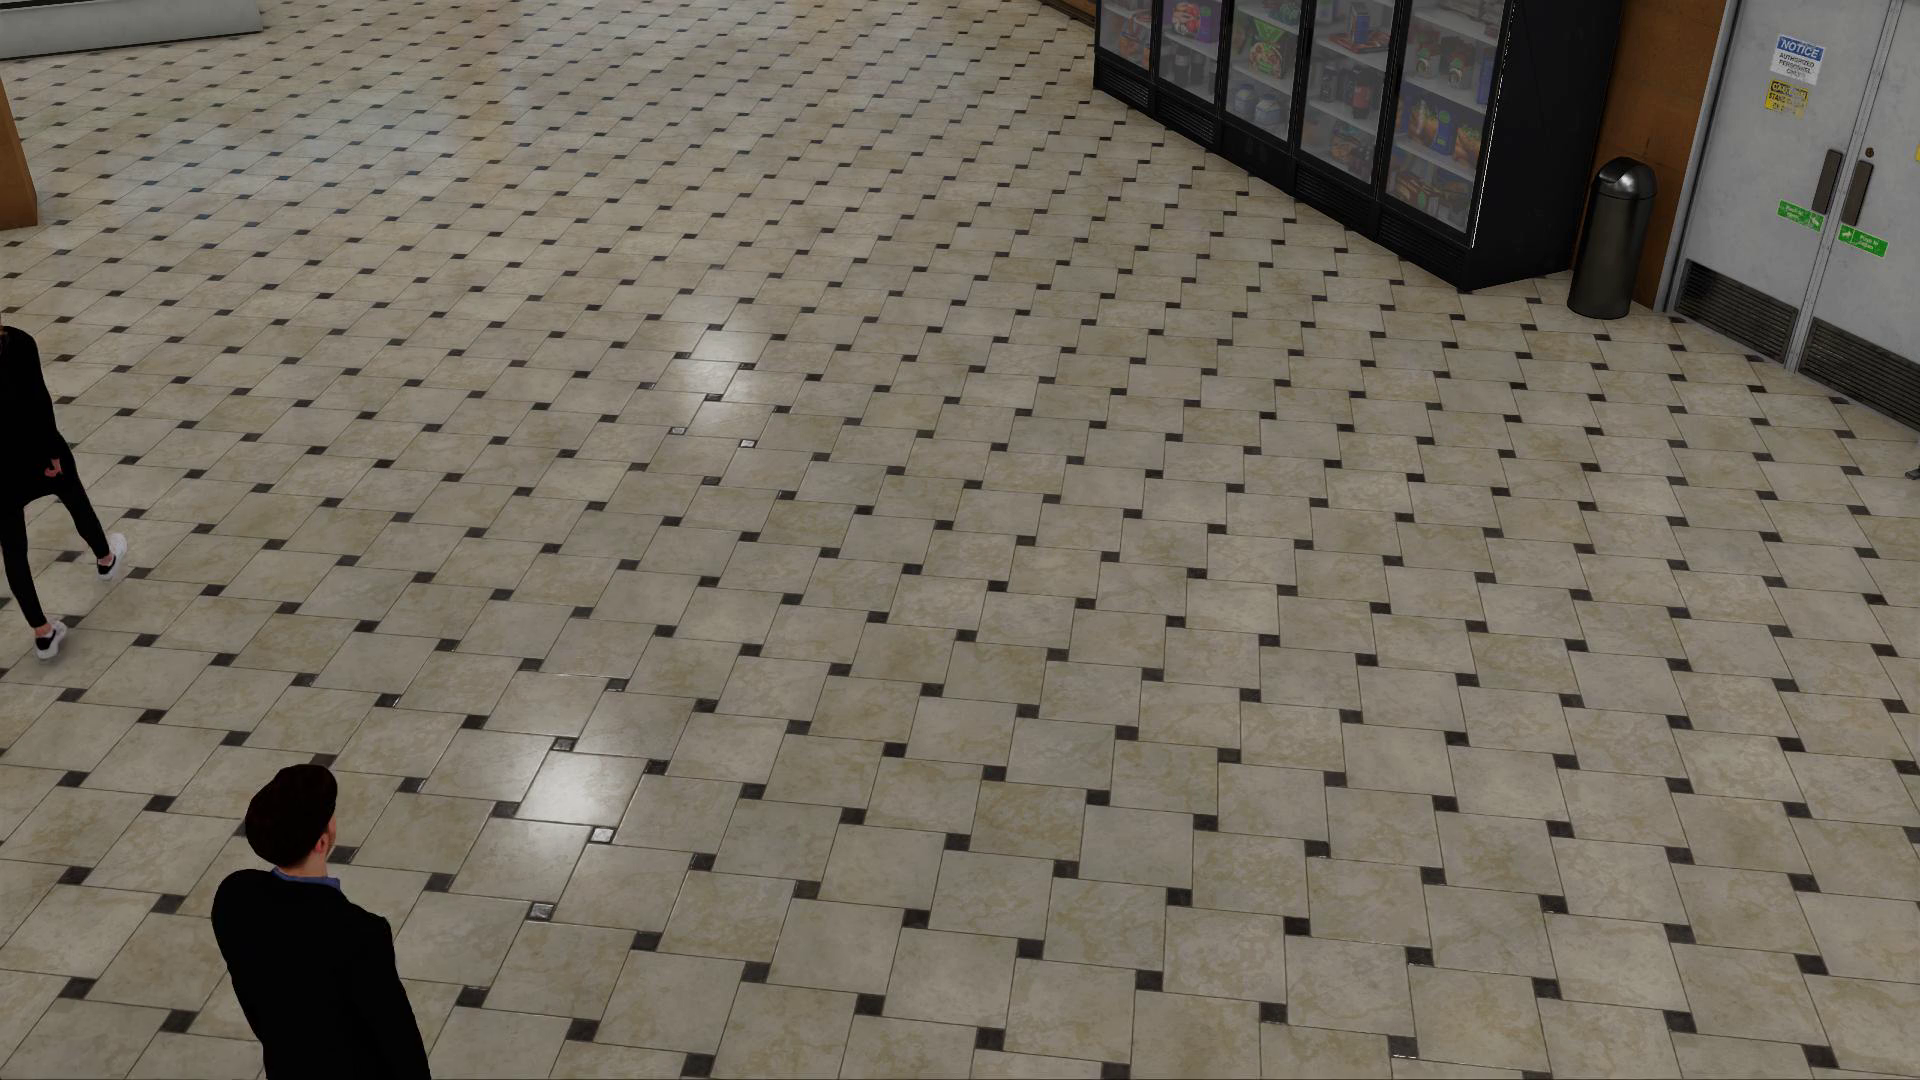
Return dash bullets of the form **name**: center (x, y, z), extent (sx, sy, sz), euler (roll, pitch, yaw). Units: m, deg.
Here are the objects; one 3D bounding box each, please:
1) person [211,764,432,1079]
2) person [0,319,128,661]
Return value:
- **person**: center (-1.664, 1.423, 4.332), extent (1.033, 1.875, 1.088), euler (10, 33, 16)
- **person**: center (-4.109, -0.285, 7.189), extent (1.096, 1.757, 0.864), euler (-6, 32, -10)
